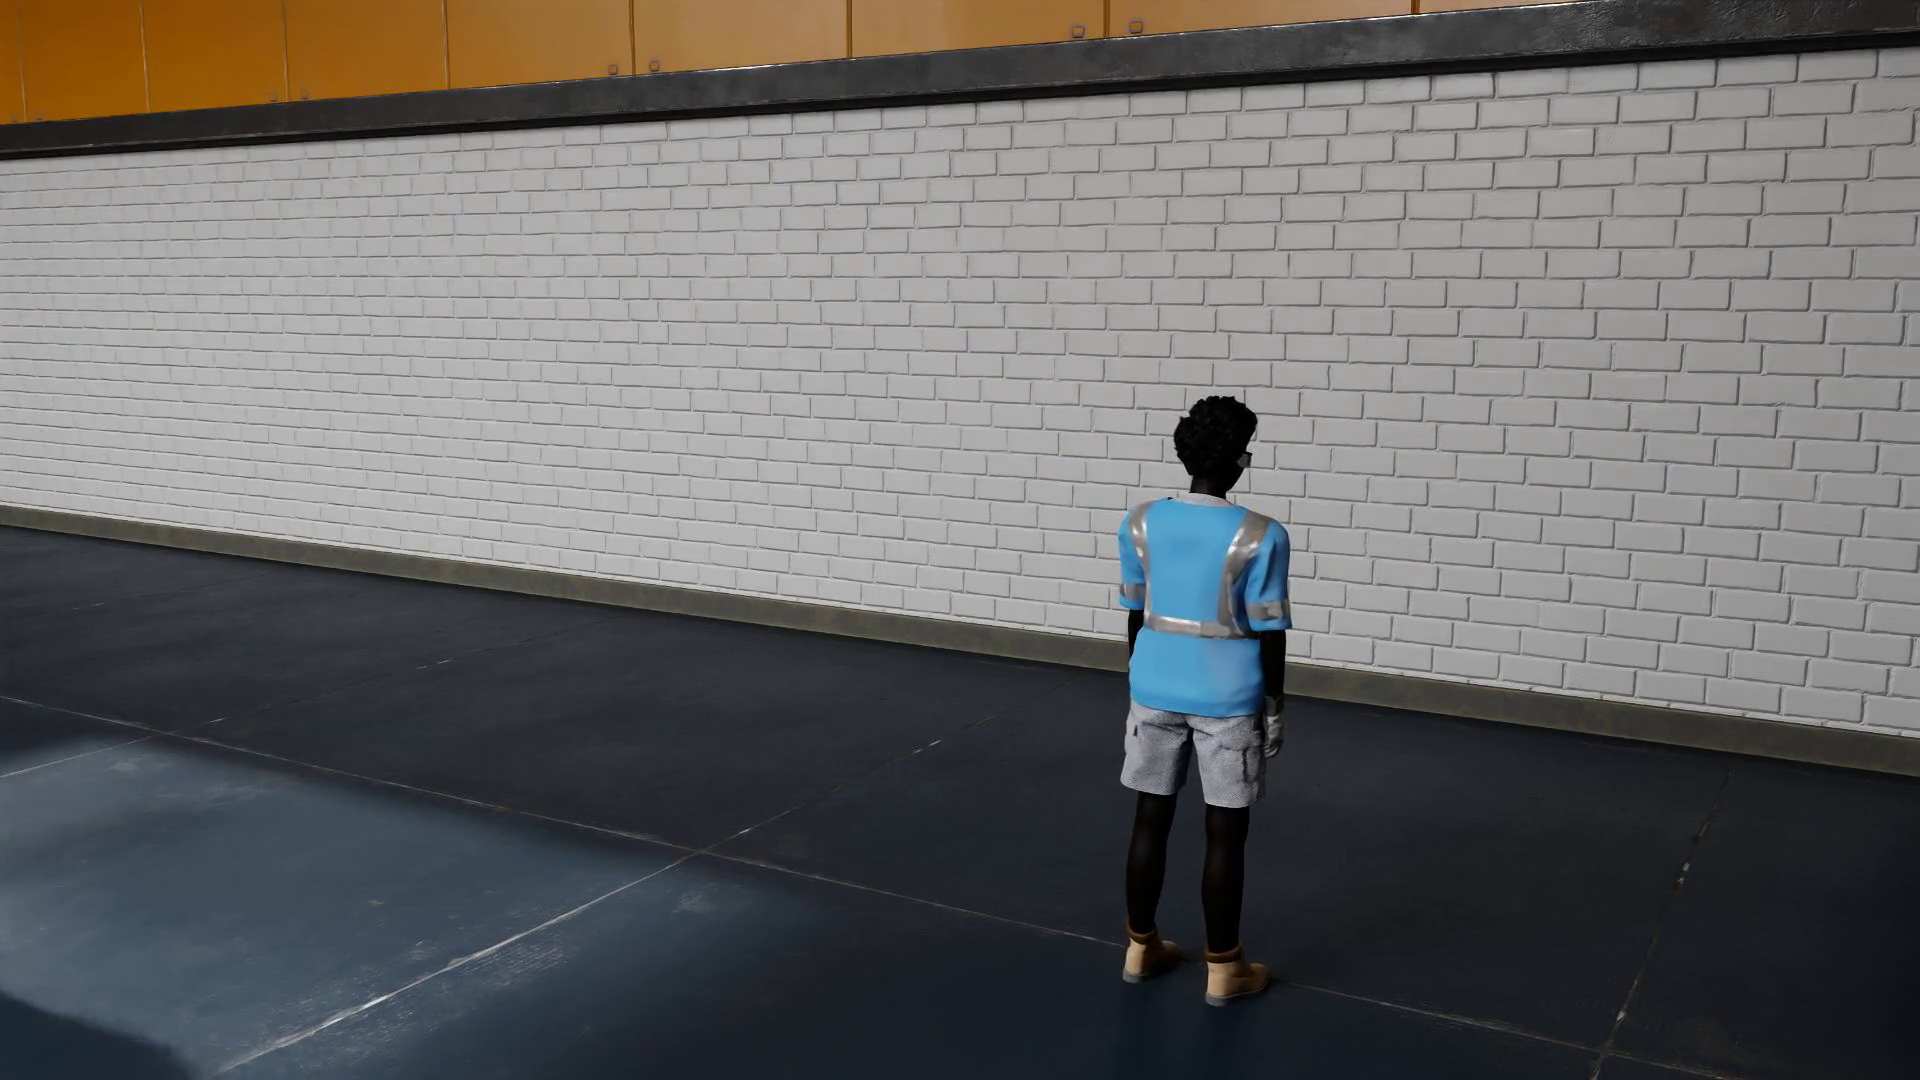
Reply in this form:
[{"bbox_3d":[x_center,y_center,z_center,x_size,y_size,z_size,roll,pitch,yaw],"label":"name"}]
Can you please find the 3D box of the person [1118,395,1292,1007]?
[{"bbox_3d":[0.678,0.445,4.635,0.530,1.691,0.318,6,11,35],"label":"person"}]
